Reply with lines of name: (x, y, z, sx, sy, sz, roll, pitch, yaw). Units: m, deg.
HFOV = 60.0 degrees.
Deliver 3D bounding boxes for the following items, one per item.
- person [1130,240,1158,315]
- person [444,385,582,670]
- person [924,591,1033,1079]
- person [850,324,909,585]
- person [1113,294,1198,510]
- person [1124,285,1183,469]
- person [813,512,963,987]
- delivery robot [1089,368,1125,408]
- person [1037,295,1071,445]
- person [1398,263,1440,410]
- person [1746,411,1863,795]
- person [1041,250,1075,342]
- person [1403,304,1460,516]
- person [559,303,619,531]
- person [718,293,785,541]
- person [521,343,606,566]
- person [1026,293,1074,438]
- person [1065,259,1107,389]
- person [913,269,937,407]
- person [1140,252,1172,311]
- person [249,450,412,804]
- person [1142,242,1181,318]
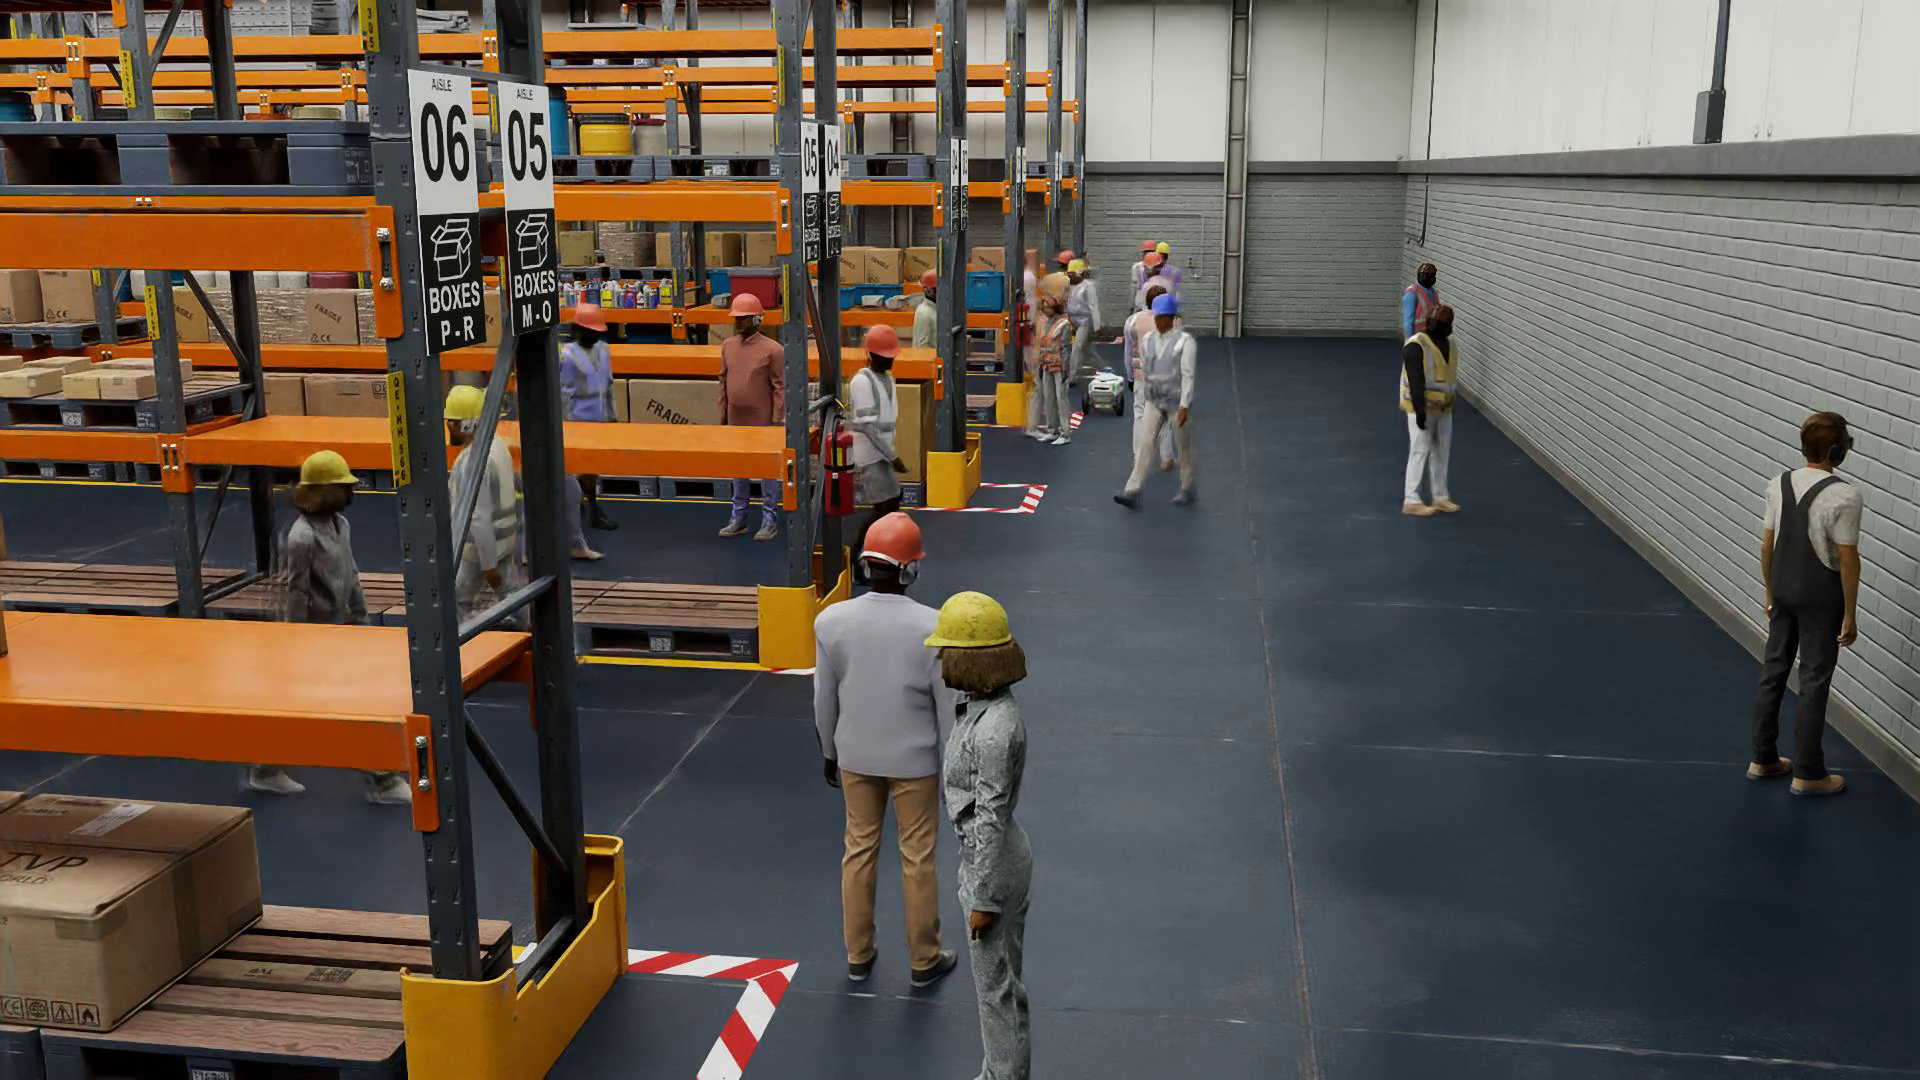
person: (2.904, -3.640, 25.575, 0.577, 1.931, 0.396, 1, 13, 5)
person: (-2.636, 0.010, 9.394, 0.901, 1.800, 0.579, 1, 13, 4)
person: (0.055, 1.003, 5.045, 0.322, 1.736, 0.485, -1, 13, -4)
person: (-0.589, -0.600, 11.886, 0.589, 1.901, 0.549, 6, 14, 25)
person: (1.771, -1.202, 14.623, 0.635, 1.887, 1.025, 10, 16, 38)
person: (1.956, -1.625, 16.665, 0.627, 1.844, 0.429, 5, 14, 23)
person: (-0.248, 0.763, 6.082, 0.564, 1.751, 0.342, 4, 13, 17)
delivery robot: (1.818, -1.886, 20.555, 0.477, 0.478, 0.707, 4, 13, 15)
person: (1.038, -1.865, 18.228, 0.315, 1.631, 0.523, -8, 15, -33)
person: (5.770, -2.537, 20.813, 0.623, 1.835, 0.431, -11, 17, -42)
person: (4.061, 0.302, 7.957, 0.345, 1.846, 0.508, -6, 14, -25)
person: (1.331, -3.112, 23.292, 0.597, 1.892, 0.955, 8, 15, 34)
person: (4.114, -1.134, 14.483, 0.637, 1.835, 0.439, -8, 15, -33)
person: (-3.107, -1.021, 13.793, 0.650, 1.906, 0.598, 8, 15, 31)
person: (-1.697, -0.991, 13.448, 0.611, 1.996, 0.379, 6, 14, 26)
person: (-3.010, -0.642, 12.464, 0.716, 1.744, 0.530, 2, 13, 11)
person: (1.045, -1.956, 18.669, 0.685, 1.602, 0.589, -1, 13, -7)
person: (1.755, -2.981, 22.944, 0.888, 1.786, 0.634, -4, 13, -18)
person: (-0.285, -1.741, 16.836, 0.396, 1.992, 0.623, 2, 13, 9)
person: (2.412, -2.582, 20.683, 0.493, 1.972, 0.681, 9, 15, 34)
person: (-2.996, 0.413, 7.801, 0.911, 1.694, 0.503, 0, 12, -1)
person: (2.995, -3.459, 24.765, 0.584, 1.919, 0.390, 2, 13, 9)
